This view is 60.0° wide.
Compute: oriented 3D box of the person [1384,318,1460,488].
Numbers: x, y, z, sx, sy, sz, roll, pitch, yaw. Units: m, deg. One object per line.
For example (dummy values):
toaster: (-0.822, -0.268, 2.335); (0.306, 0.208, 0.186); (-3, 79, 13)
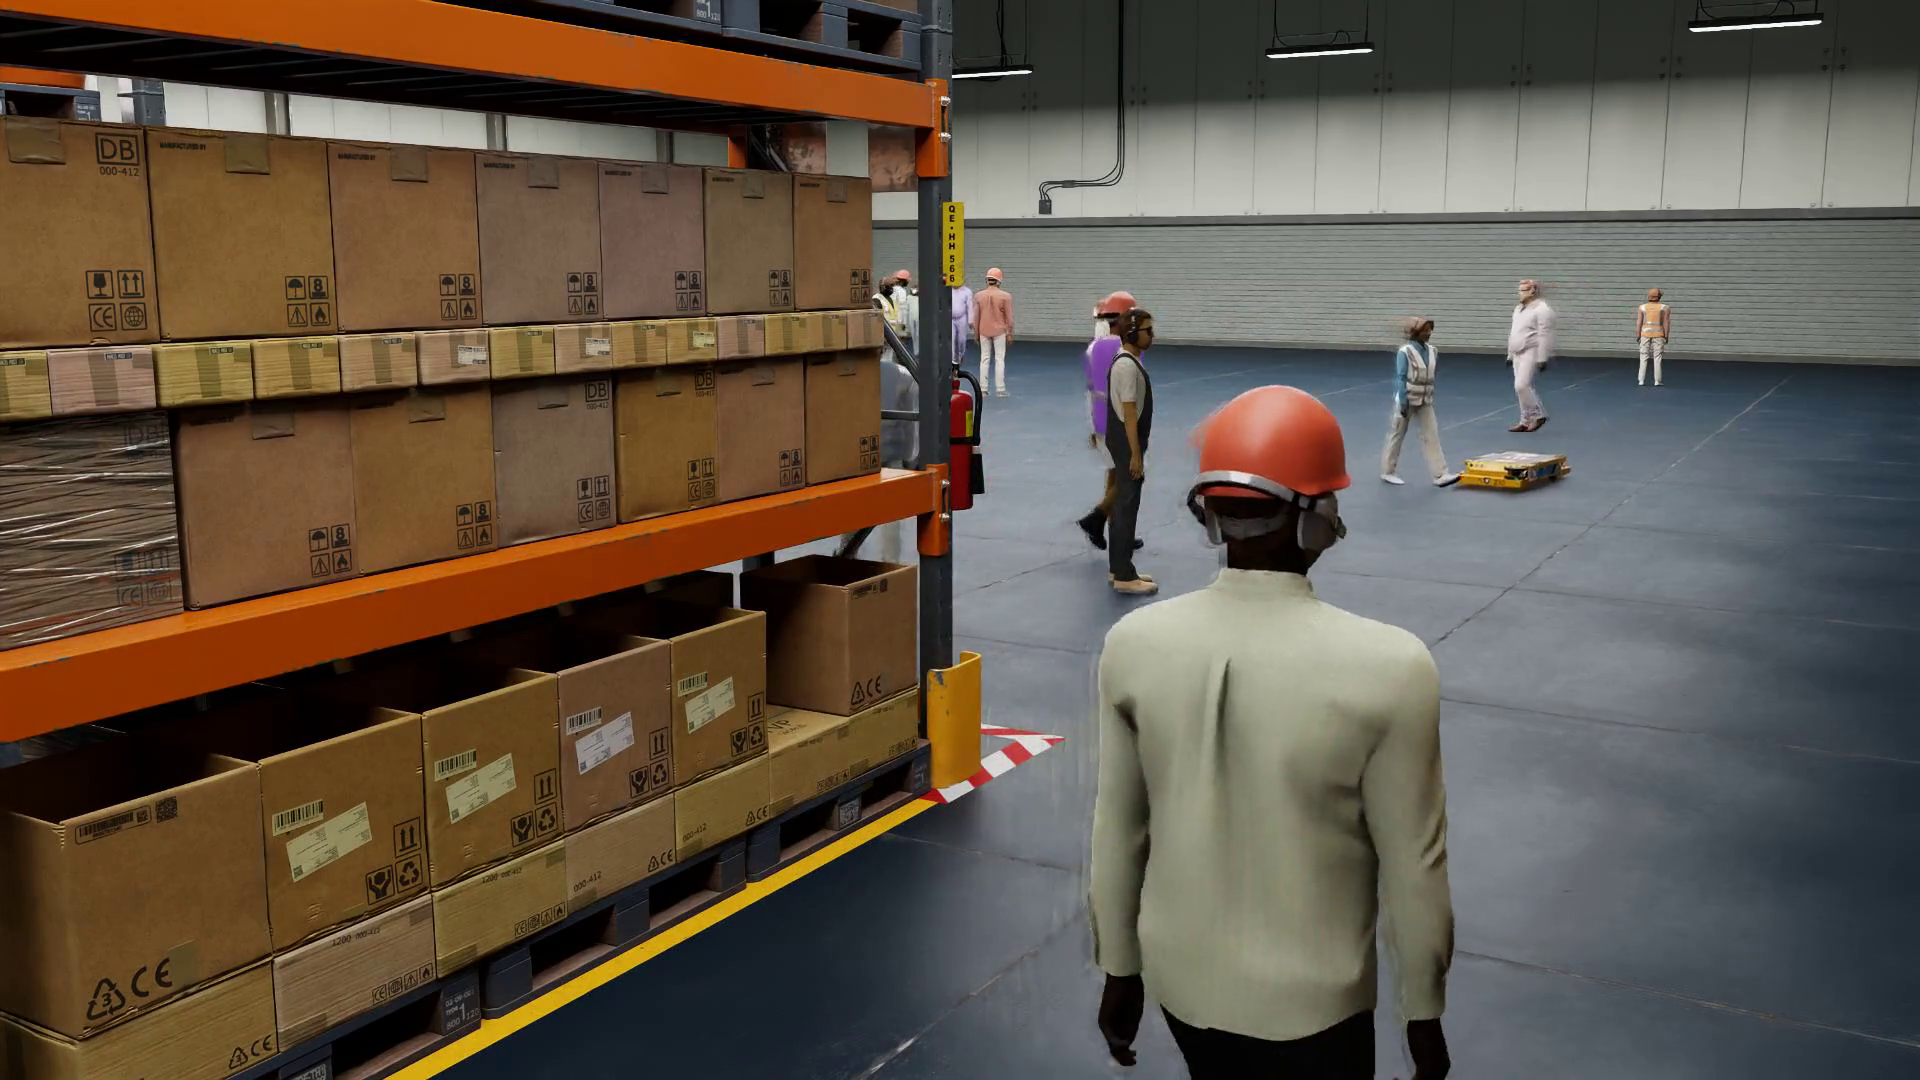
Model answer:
person: (4.322, -1.281, 15.618); (0.540, 1.589, 0.875); (-5, 11, -29)

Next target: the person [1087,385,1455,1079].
person: (0.475, 0.732, 2.773); (0.623, 1.975, 0.835); (8, 13, 40)

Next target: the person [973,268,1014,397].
person: (0.536, -3.201, 25.758); (0.636, 1.982, 0.468); (3, 10, 17)

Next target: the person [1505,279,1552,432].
person: (6.956, -2.255, 20.478); (0.428, 1.894, 0.642); (-2, 10, -10)

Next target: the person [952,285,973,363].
person: (-0.065, -4.367, 32.920); (0.654, 1.876, 0.845); (0, 10, 2)

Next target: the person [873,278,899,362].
person: (-1.166, -3.178, 26.034); (0.429, 1.840, 0.633); (4, 11, 24)

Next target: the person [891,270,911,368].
person: (-1.205, -4.299, 32.374); (0.539, 1.915, 0.545); (-5, 11, -26)

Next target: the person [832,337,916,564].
person: (-0.595, -0.575, 10.950); (0.621, 1.782, 0.924); (-3, 10, -16)

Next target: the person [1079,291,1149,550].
person: (1.116, -0.843, 12.112); (0.609, 1.922, 0.568); (-7, 12, -37)

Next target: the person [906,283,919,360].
person: (-0.962, -4.600, 34.986); (0.524, 1.611, 0.599); (3, 10, 18)

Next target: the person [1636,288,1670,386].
person: (11.610, -3.393, 27.888); (0.517, 1.635, 0.314); (6, 11, 31)

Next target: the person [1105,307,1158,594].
person: (1.116, -0.578, 10.796); (0.345, 1.847, 0.508); (0, 10, 1)

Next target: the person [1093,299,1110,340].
person: (1.868, -2.319, 21.660); (0.356, 1.620, 0.498); (-4, 10, -20)

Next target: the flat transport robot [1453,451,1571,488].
flat transport robot: (5.349, -0.693, 16.071); (0.652, 0.197, 1.431); (7, 12, 37)
